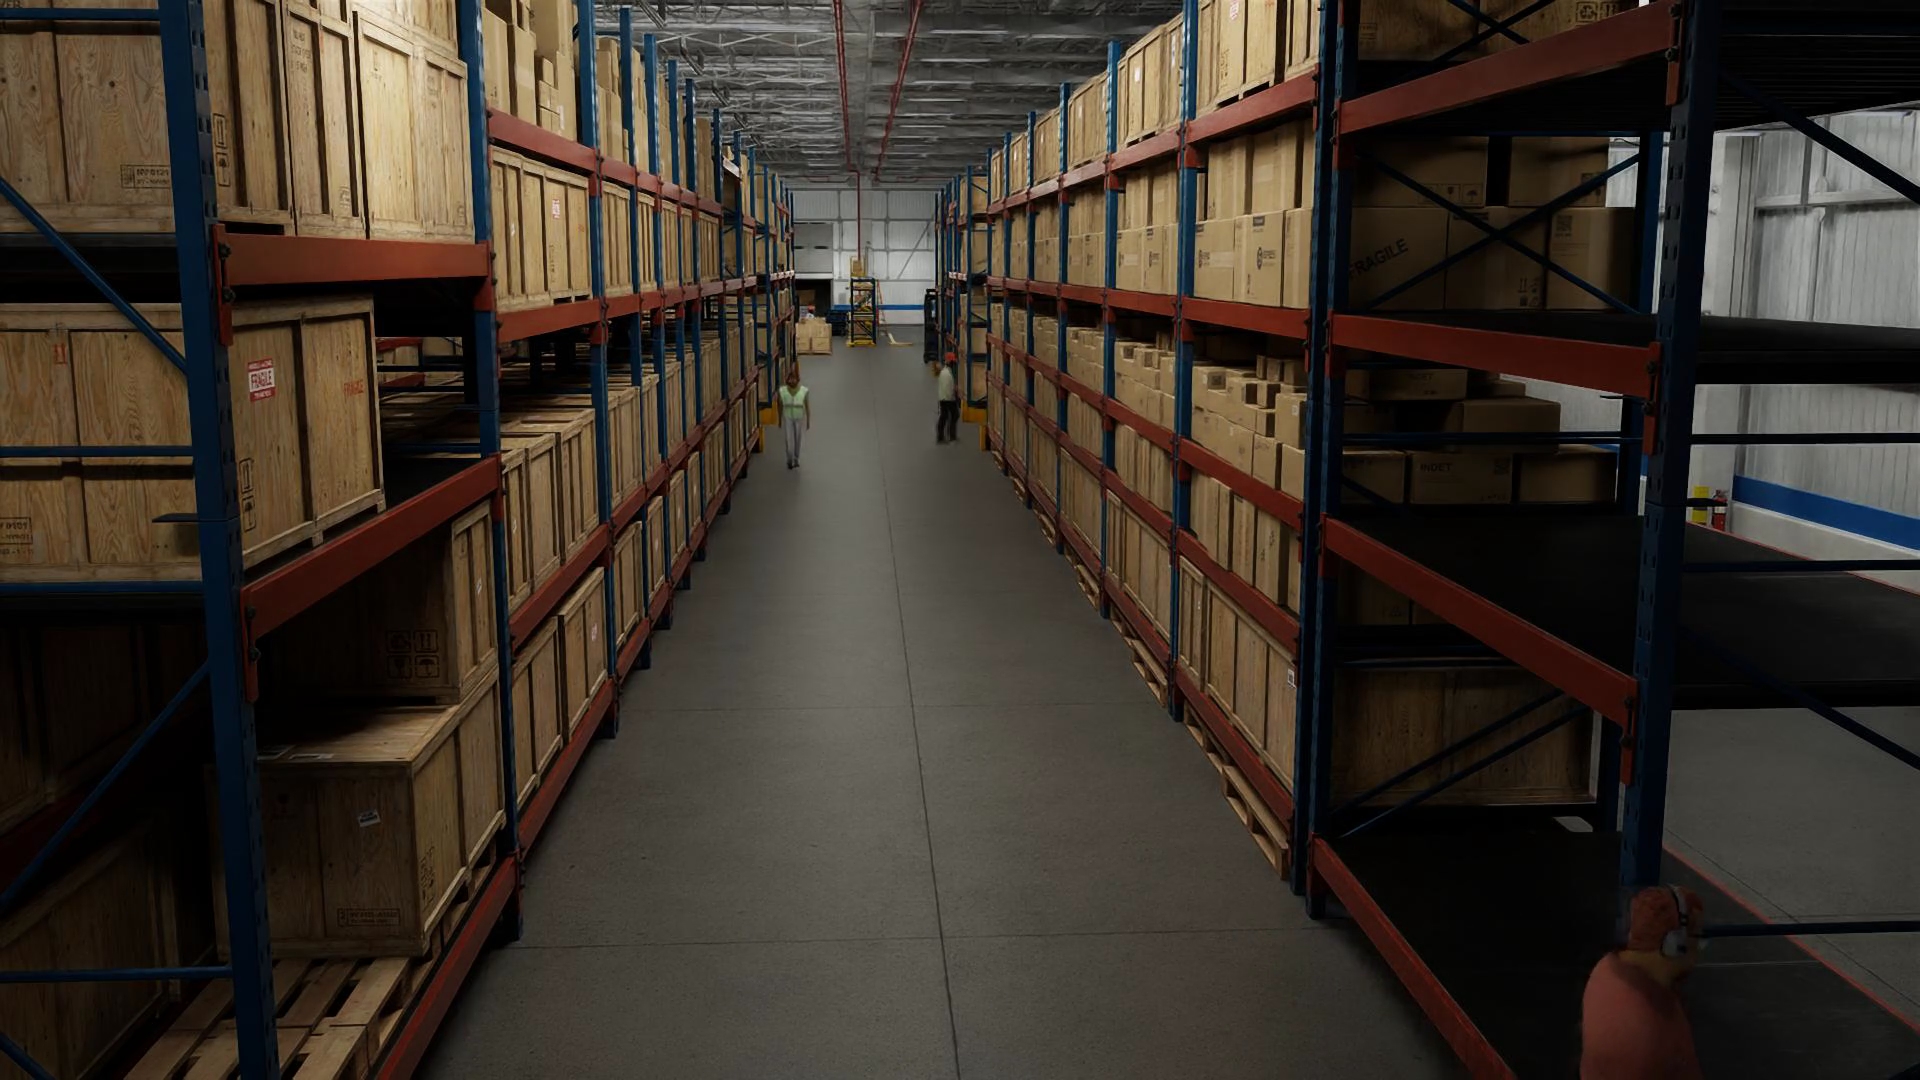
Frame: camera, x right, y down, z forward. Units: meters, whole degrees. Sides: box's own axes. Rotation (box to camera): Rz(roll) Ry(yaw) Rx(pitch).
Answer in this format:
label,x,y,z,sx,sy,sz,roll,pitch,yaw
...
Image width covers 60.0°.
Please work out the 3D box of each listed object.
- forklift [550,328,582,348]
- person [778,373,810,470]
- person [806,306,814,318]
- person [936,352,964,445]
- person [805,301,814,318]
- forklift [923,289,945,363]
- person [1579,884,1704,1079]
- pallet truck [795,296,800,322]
label,x,y,z,sx,sy,sz,roll,pitch,yaw
forklift,-8.921,-3.839,37.398,1.129,2.768,1.873,1,10,6
person,-3.091,-2.230,31.026,0.585,1.793,0.966,-1,10,-5
person,-6.526,-9.287,72.804,0.388,1.930,0.545,-7,12,-37
person,-0.184,-2.961,34.876,0.735,1.962,0.618,1,10,8
person,-8.512,-12.585,93.399,0.791,1.603,0.542,-9,13,-43
forklift,-0.814,-8.134,63.054,1.129,2.768,1.873,-1,10,-3
person,2.127,2.018,5.425,0.668,1.880,0.666,3,10,17
pallet truck,-8.622,-12.439,91.403,1.885,1.965,0.823,2,10,13
